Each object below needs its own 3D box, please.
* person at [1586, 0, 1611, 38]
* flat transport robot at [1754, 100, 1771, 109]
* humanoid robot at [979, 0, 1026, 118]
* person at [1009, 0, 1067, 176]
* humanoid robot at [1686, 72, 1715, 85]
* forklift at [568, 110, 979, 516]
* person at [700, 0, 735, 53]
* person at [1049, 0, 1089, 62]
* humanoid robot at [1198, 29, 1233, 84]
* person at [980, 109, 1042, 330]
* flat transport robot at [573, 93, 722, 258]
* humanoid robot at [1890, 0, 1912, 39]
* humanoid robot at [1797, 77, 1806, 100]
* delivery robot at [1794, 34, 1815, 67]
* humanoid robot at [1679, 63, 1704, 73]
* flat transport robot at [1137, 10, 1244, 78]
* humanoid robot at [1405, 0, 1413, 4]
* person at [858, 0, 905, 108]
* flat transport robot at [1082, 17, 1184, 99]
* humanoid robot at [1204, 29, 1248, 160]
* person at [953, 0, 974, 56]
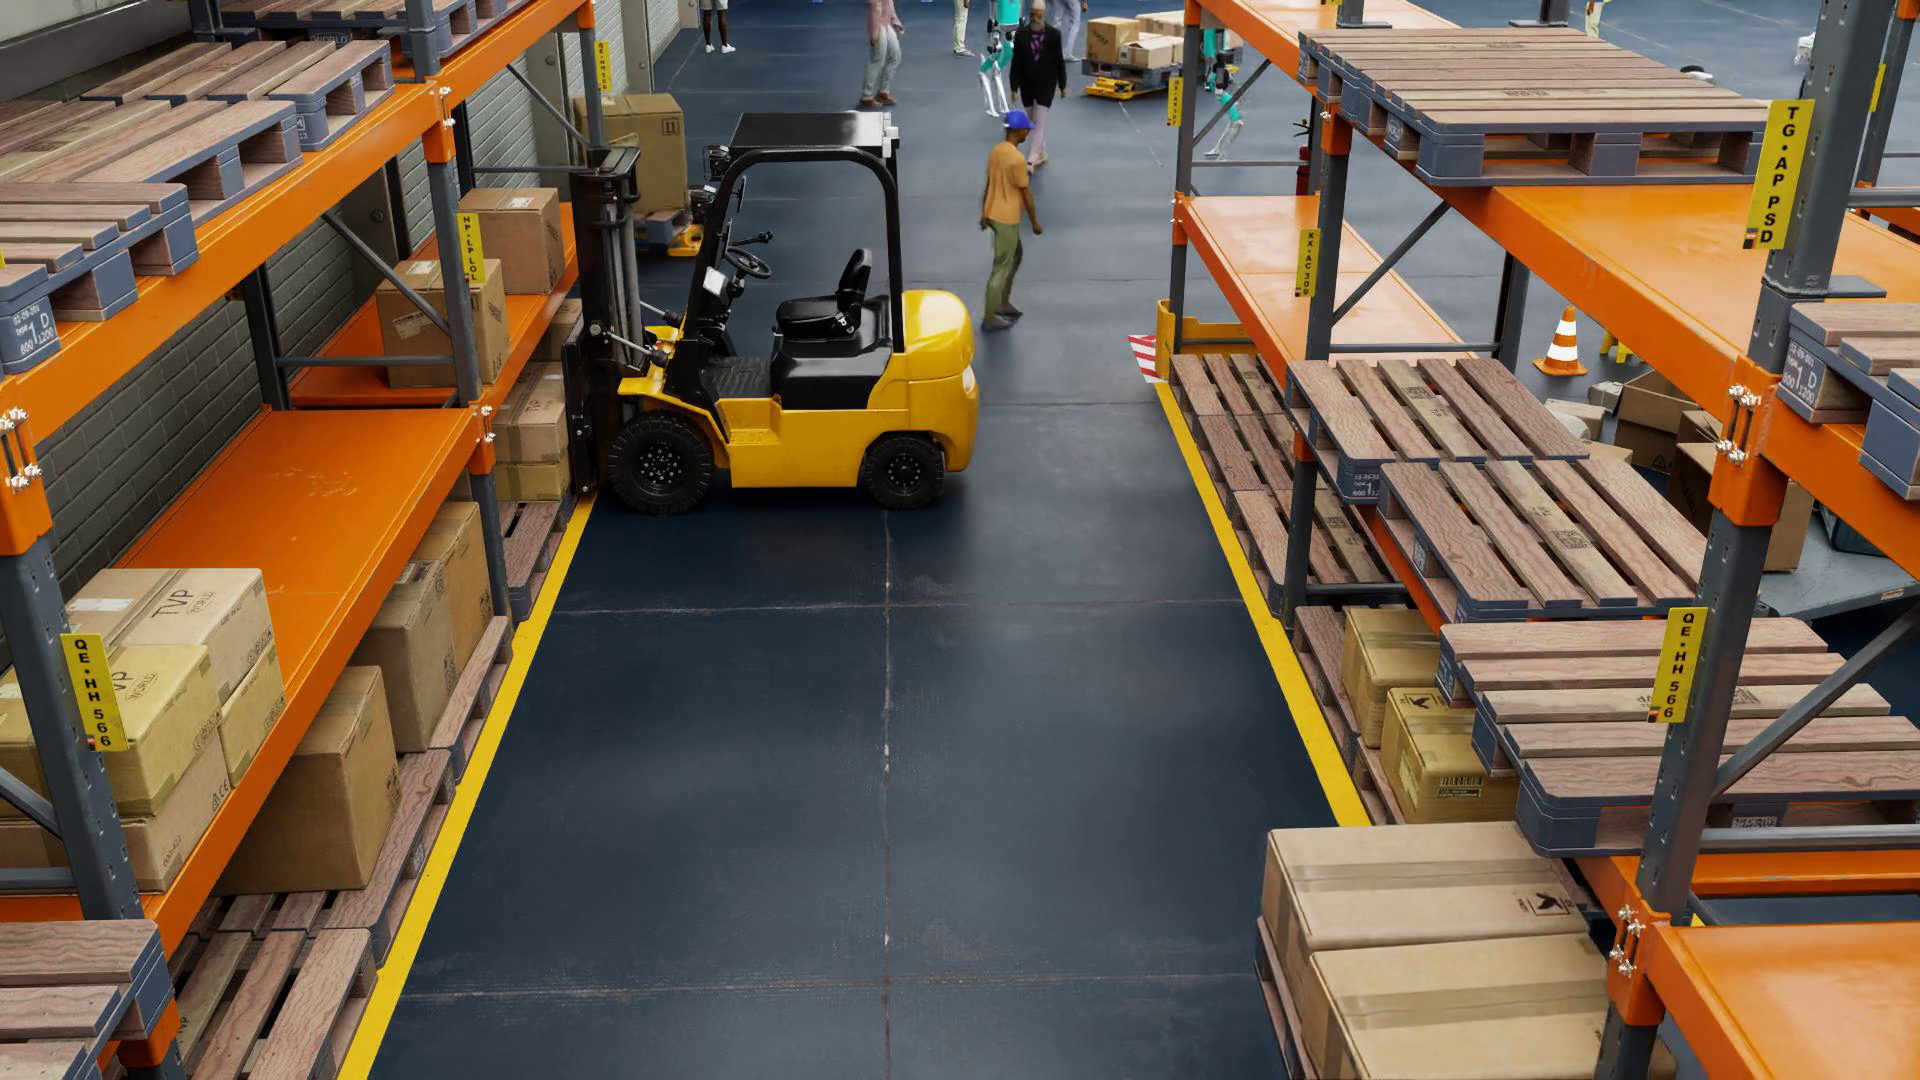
[{"bbox_3d":[8.966,-7.578,23.470,0.400,1.886,0.507,8,26,16],"label":"person"},{"bbox_3d":[8.484,-4.062,17.905,1.431,0.231,0.659,-5,26,-11],"label":"flat transport robot"},{"bbox_3d":[0.452,-6.133,20.483,0.530,1.730,0.668,-16,30,-31],"label":"humanoid robot"},{"bbox_3d":[0.824,-4.826,17.741,0.565,1.798,0.992,6,26,13],"label":"person"},{"bbox_3d":[6.241,-3.023,13.974,1.003,1.732,0.540,18,31,34],"label":"humanoid robot"},{"bbox_3d":[-1.043,-1.379,9.976,2.313,2.155,1.214,-1,25,-2],"label":"forklift"},{"bbox_3d":[-3.707,-8.297,24.965,0.543,1.900,0.376,7,26,14],"label":"person"},{"bbox_3d":[1.512,-7.884,24.210,0.786,1.798,0.391,19,31,34],"label":"person"},{"bbox_3d":[3.372,-6.943,22.396,0.584,1.641,0.589,17,30,32],"label":"humanoid robot"},{"bbox_3d":[0.393,-2.465,12.864,0.600,1.689,0.446,-11,28,-22],"label":"person"},{"bbox_3d":[-2.964,-2.787,15.205,1.431,0.231,0.659,4,26,9],"label":"flat transport robot"},{"bbox_3d":[14.790,-8.754,26.226,0.687,1.637,0.589,13,28,25],"label":"humanoid robot"},{"bbox_3d":[8.194,-3.899,15.906,0.384,1.657,0.601,-10,27,-20],"label":"humanoid robot"},{"bbox_3d":[12.424,-7.109,23.996,0.747,0.570,0.499,-15,29,-29],"label":"delivery robot"},{"bbox_3d":[6.539,-3.431,14.921,0.413,1.635,0.605,18,31,33],"label":"humanoid robot"},{"bbox_3d":[3.166,-6.628,23.339,1.431,0.231,0.659,-16,30,-30],"label":"flat transport robot"},{"bbox_3d":[5.324,-6.042,20.439,0.608,1.649,0.333,-14,29,-28],"label":"humanoid robot"},{"bbox_3d":[-1.019,-6.452,21.079,0.560,1.891,0.661,4,26,9],"label":"person"},{"bbox_3d":[2.370,-6.123,22.271,0.659,0.231,1.431,22,33,39],"label":"flat transport robot"},{"bbox_3d":[2.963,-5.029,18.276,0.658,1.833,0.541,-4,26,-7],"label":"humanoid robot"},{"bbox_3d":[0.054,-8.100,24.730,0.346,1.743,0.561,-5,26,-10],"label":"person"}]
